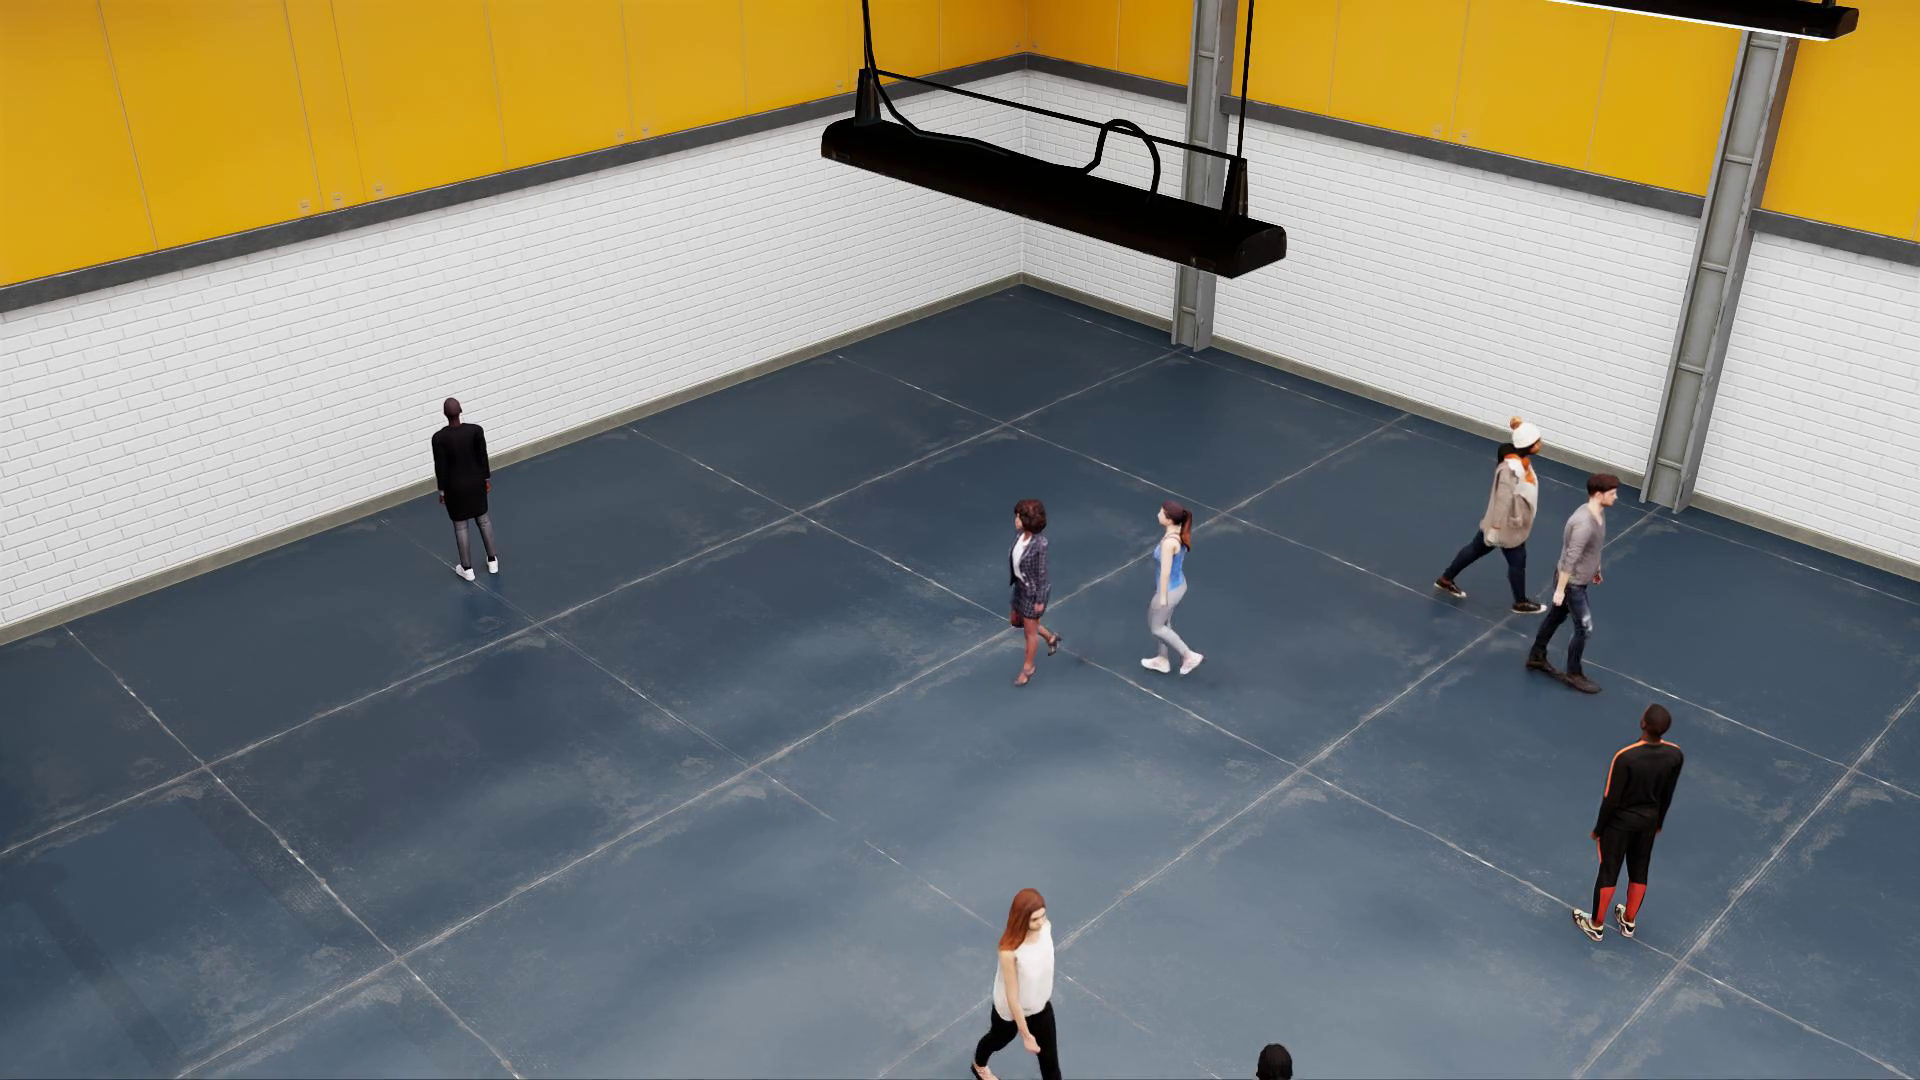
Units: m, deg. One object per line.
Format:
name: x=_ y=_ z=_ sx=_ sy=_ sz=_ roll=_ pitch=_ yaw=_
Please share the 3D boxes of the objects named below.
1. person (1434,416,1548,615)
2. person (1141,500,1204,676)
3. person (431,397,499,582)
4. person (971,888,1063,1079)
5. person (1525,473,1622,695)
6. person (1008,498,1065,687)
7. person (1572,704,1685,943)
person: x=4.642 y=-0.212 z=14.491 sx=1.319 sy=1.849 sz=1.099 roll=8 pitch=30 yaw=14
person: x=1.774 y=0.422 z=13.592 sx=0.856 sy=1.596 sz=0.699 roll=13 pitch=31 yaw=23
person: x=-4.489 y=-0.476 z=15.066 sx=0.689 sy=1.762 sz=0.613 roll=-18 pitch=33 yaw=-29
person: x=0.277 y=2.627 z=9.471 sx=0.642 sy=1.672 sz=1.143 roll=-23 pitch=36 yaw=-35
person: x=4.888 y=0.305 z=13.504 sx=0.973 sy=1.886 sz=0.864 roll=15 pitch=32 yaw=26
person: x=0.649 y=0.412 z=13.514 sx=0.814 sy=1.690 sz=0.793 roll=-14 pitch=31 yaw=-24
person: x=4.362 y=1.827 z=10.795 sx=0.696 sy=1.809 sz=0.731 roll=-3 pitch=29 yaw=-6
